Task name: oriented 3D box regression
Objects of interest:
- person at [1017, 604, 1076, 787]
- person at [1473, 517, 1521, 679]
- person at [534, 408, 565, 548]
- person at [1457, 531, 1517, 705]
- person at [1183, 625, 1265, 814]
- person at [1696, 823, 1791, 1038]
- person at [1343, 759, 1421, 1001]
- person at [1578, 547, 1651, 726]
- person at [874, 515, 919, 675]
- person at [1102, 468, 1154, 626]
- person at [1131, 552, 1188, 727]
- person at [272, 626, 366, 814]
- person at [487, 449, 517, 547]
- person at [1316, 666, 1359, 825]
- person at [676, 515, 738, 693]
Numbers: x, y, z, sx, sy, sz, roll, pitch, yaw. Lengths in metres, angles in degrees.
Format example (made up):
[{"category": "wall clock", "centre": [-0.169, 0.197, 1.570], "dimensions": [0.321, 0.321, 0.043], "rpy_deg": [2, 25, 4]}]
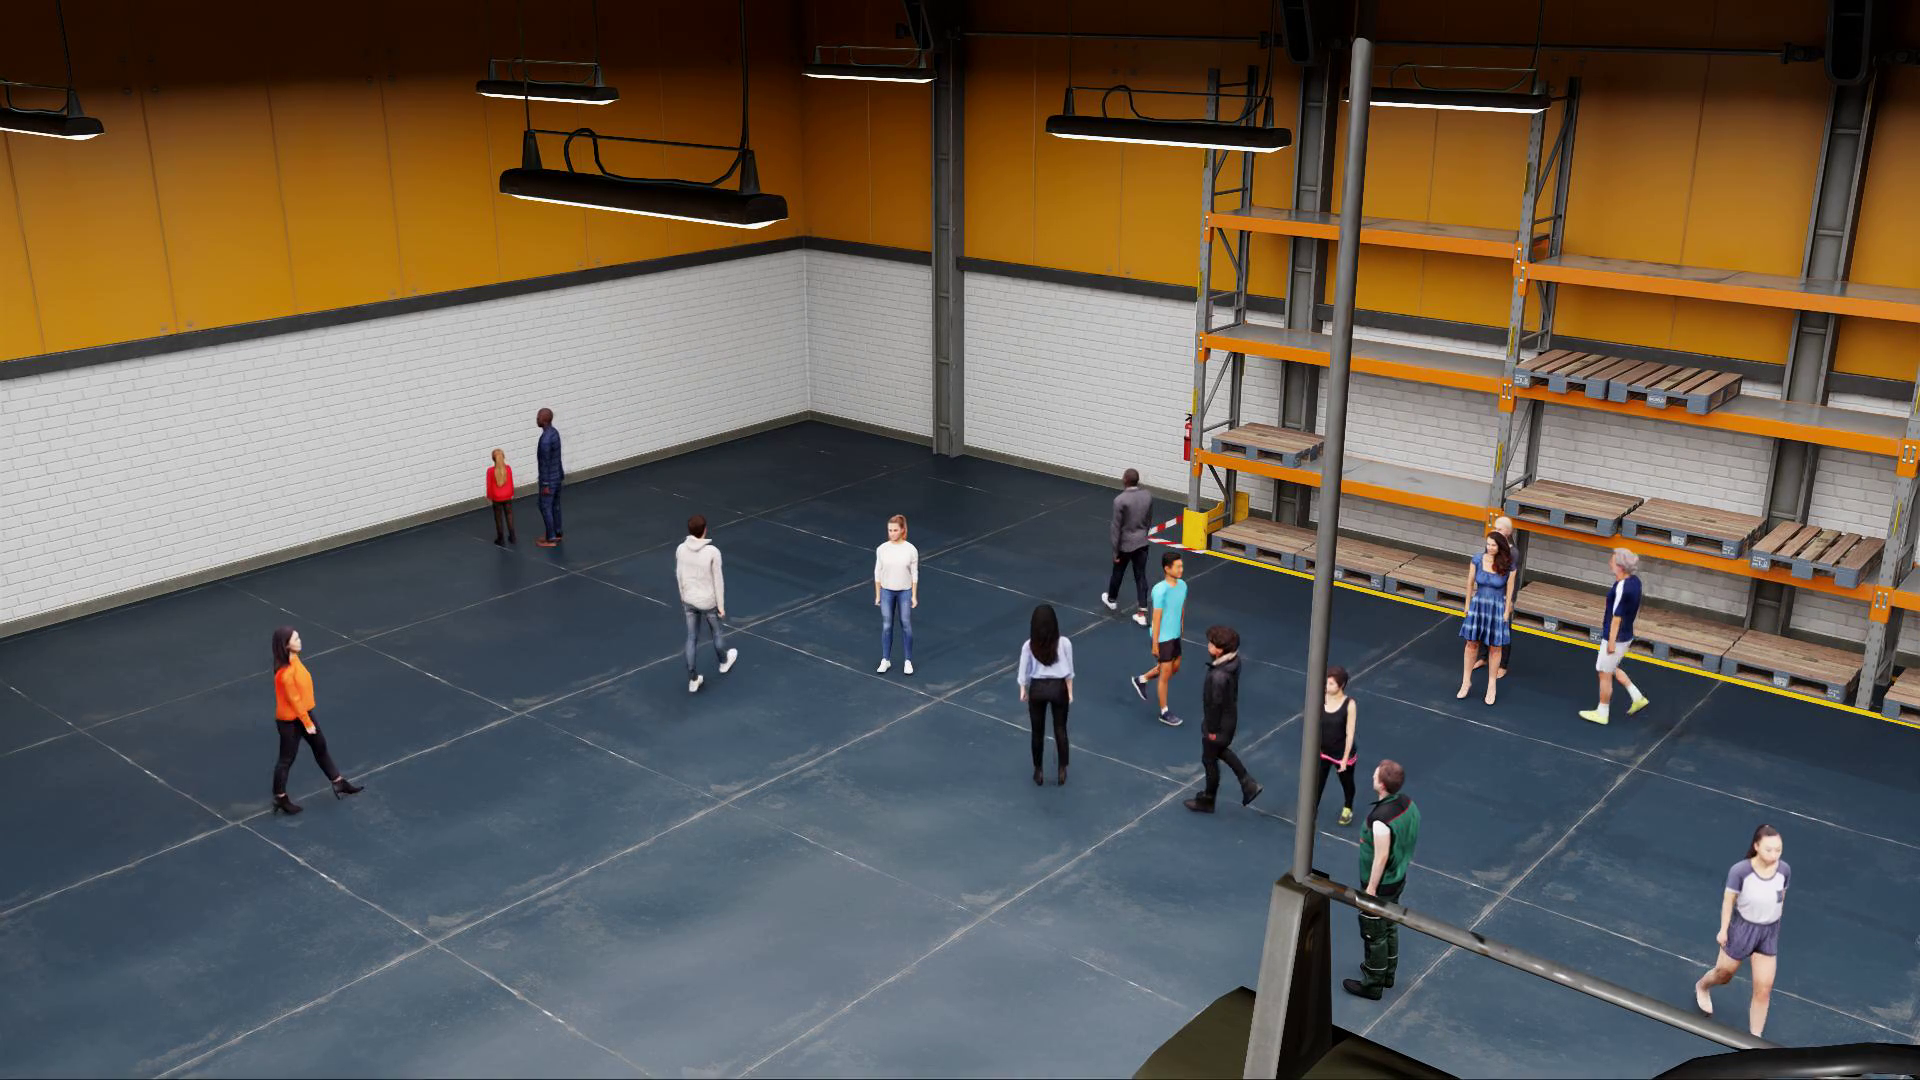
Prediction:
[{"category": "person", "centre": [0.780, 1.418, 14.970], "dimensions": [0.716, 1.743, 0.790], "rpy_deg": [0, 19, -1]}, {"category": "person", "centre": [5.670, 0.571, 17.514], "dimensions": [0.723, 1.725, 0.545], "rpy_deg": [-13, 23, -34]}, {"category": "person", "centre": [-5.271, -0.833, 21.540], "dimensions": [0.864, 1.817, 0.816], "rpy_deg": [0, 19, 0]}, {"category": "person", "centre": [5.314, 0.775, 16.780], "dimensions": [0.545, 1.806, 0.754], "rpy_deg": [11, 22, 30]}, {"category": "person", "centre": [2.334, 1.577, 14.459], "dimensions": [0.988, 1.768, 0.778], "rpy_deg": [8, 20, 23]}, {"category": "person", "centre": [5.372, 2.682, 11.414], "dimensions": [1.047, 1.617, 1.083], "rpy_deg": [0, 19, -1]}, {"category": "person", "centre": [3.011, 2.408, 11.878], "dimensions": [0.563, 1.841, 0.639], "rpy_deg": [14, 23, 36]}, {"category": "person", "centre": [6.484, 0.956, 16.210], "dimensions": [0.872, 1.828, 0.686], "rpy_deg": [13, 22, 33]}, {"category": "person", "centre": [-0.668, 0.572, 17.520], "dimensions": [0.647, 1.720, 0.752], "rpy_deg": [2, 19, 6]}, {"category": "person", "centre": [1.999, 0.103, 18.829], "dimensions": [1.069, 1.773, 1.212], "rpy_deg": [-6, 20, -17]}, {"category": "person", "centre": [1.950, 0.941, 16.365], "dimensions": [0.925, 1.758, 0.649], "rpy_deg": [17, 25, 41]}, {"category": "person", "centre": [-5.893, 1.591, 14.493], "dimensions": [1.048, 1.721, 1.019], "rpy_deg": [-3, 19, -8]}, {"category": "person", "centre": [-5.953, -0.560, 21.567], "dimensions": [0.547, 1.282, 0.573], "rpy_deg": [-13, 23, -34]}, {"category": "person", "centre": [3.259, 1.786, 14.248], "dimensions": [0.975, 1.507, 0.636], "rpy_deg": [13, 23, 34]}, {"category": "person", "centre": [-2.704, 0.670, 17.066], "dimensions": [1.139, 1.824, 1.070], "rpy_deg": [4, 19, 12]}]
